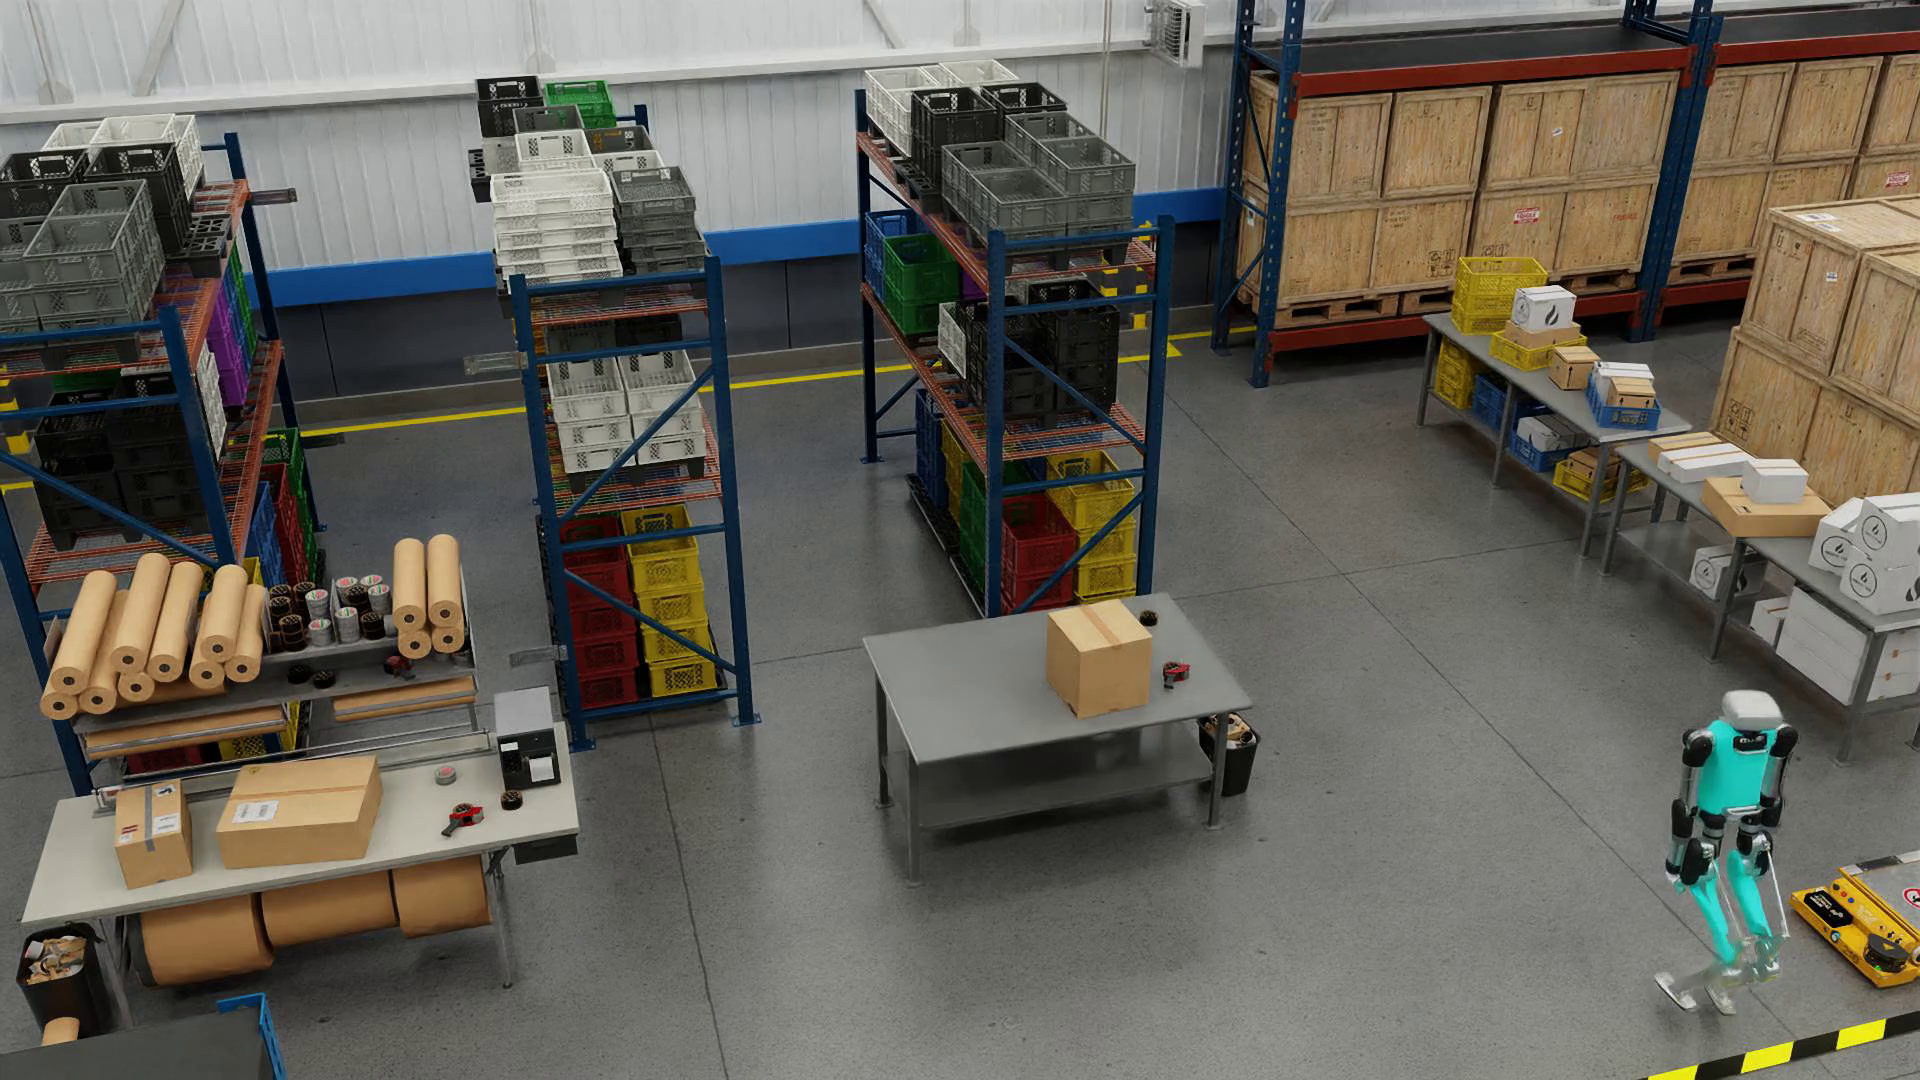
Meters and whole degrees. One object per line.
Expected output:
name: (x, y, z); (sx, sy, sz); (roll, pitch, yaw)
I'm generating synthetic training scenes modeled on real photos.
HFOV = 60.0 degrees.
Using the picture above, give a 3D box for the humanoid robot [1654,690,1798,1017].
humanoid robot: (3.614, 1.595, 7.693); (0.545, 1.730, 0.772); (-5, 29, -8)

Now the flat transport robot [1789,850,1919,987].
flat transport robot: (5.163, 1.916, 8.676); (1.431, 0.231, 0.659); (-8, 30, -14)
